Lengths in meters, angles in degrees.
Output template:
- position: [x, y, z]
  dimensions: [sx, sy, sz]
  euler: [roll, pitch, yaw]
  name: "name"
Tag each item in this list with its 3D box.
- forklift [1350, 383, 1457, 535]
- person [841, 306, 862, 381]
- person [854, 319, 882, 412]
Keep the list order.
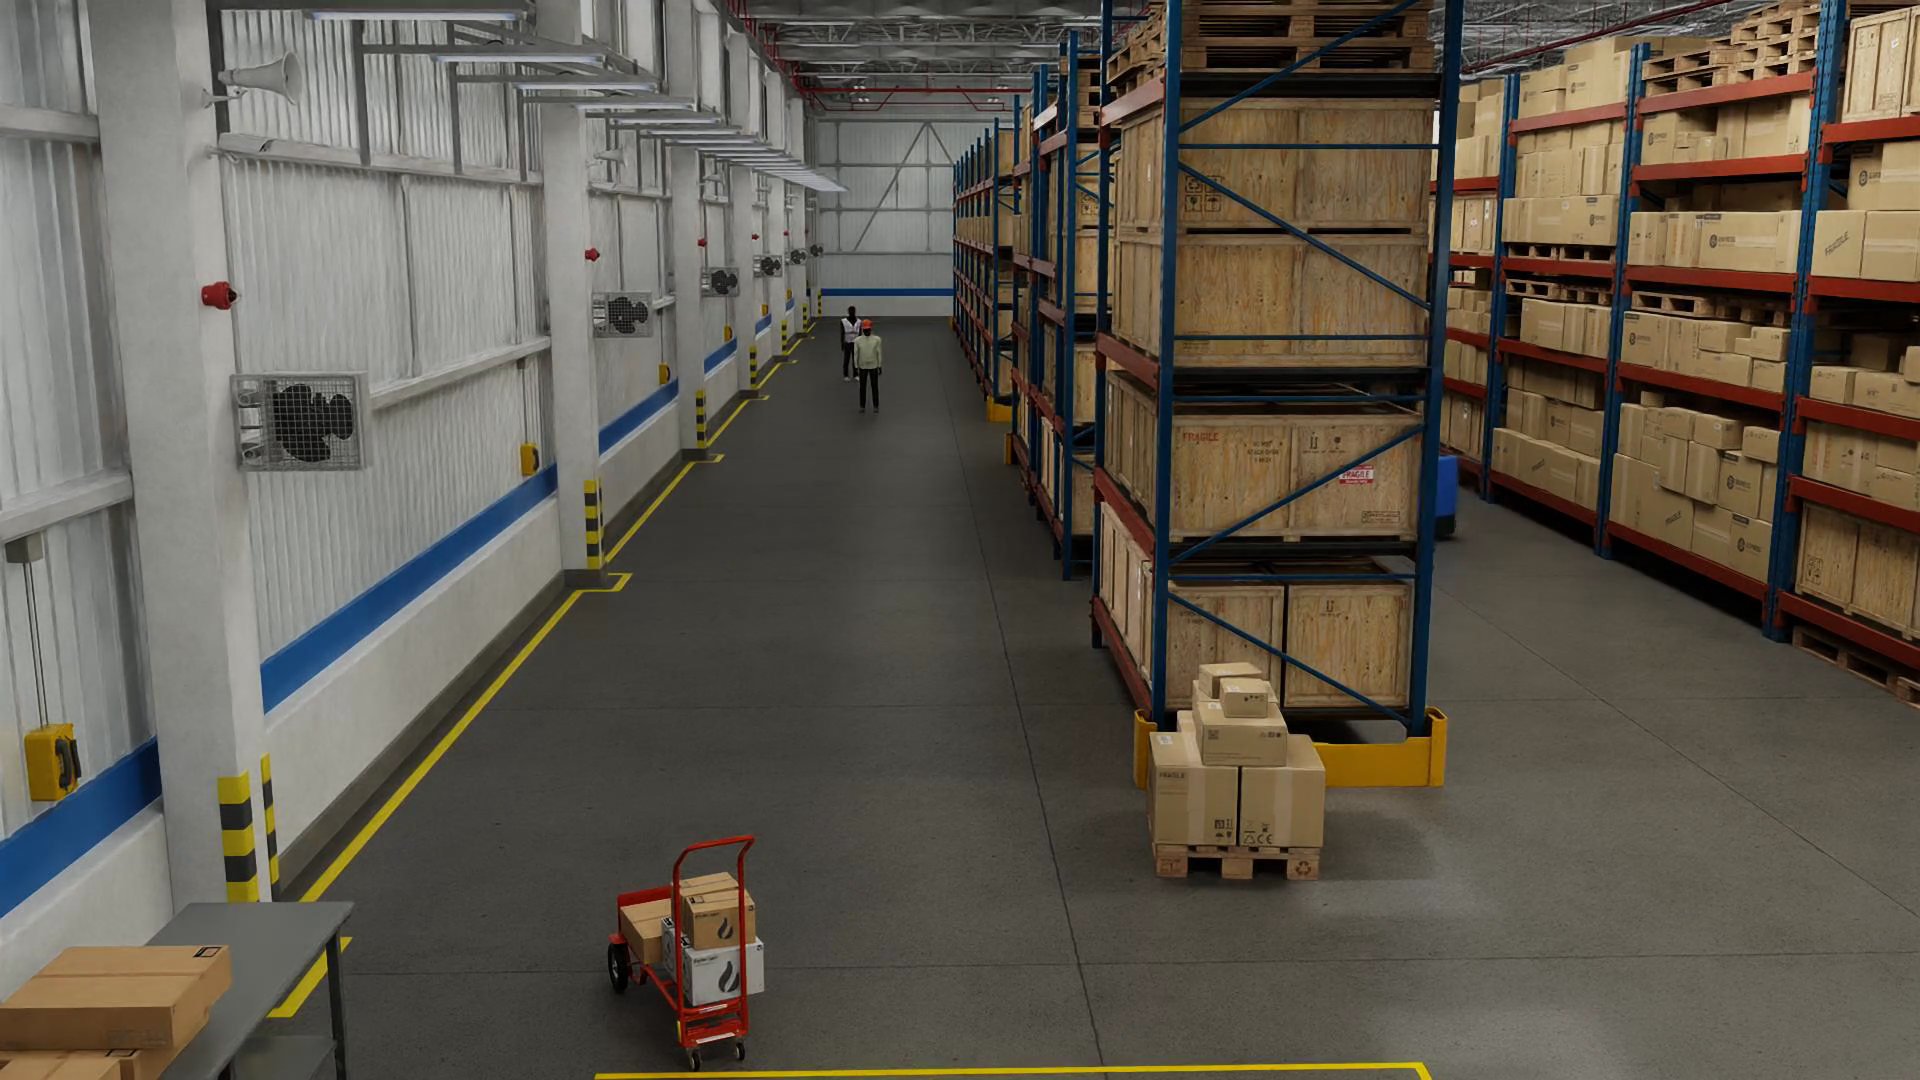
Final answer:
- position: [5.548, -1.527, 21.794]
  dimensions: [1.129, 2.768, 1.873]
  euler: [-5, 12, -25]
  name: "forklift"
- position: [-2.776, -5.022, 42.517]
  dimensions: [0.594, 1.911, 0.386]
  euler: [-6, 12, -28]
  name: "person"
- position: [-1.965, -3.707, 35.473]
  dimensions: [0.619, 1.986, 0.409]
  euler: [0, 11, 1]
  name: "person"
